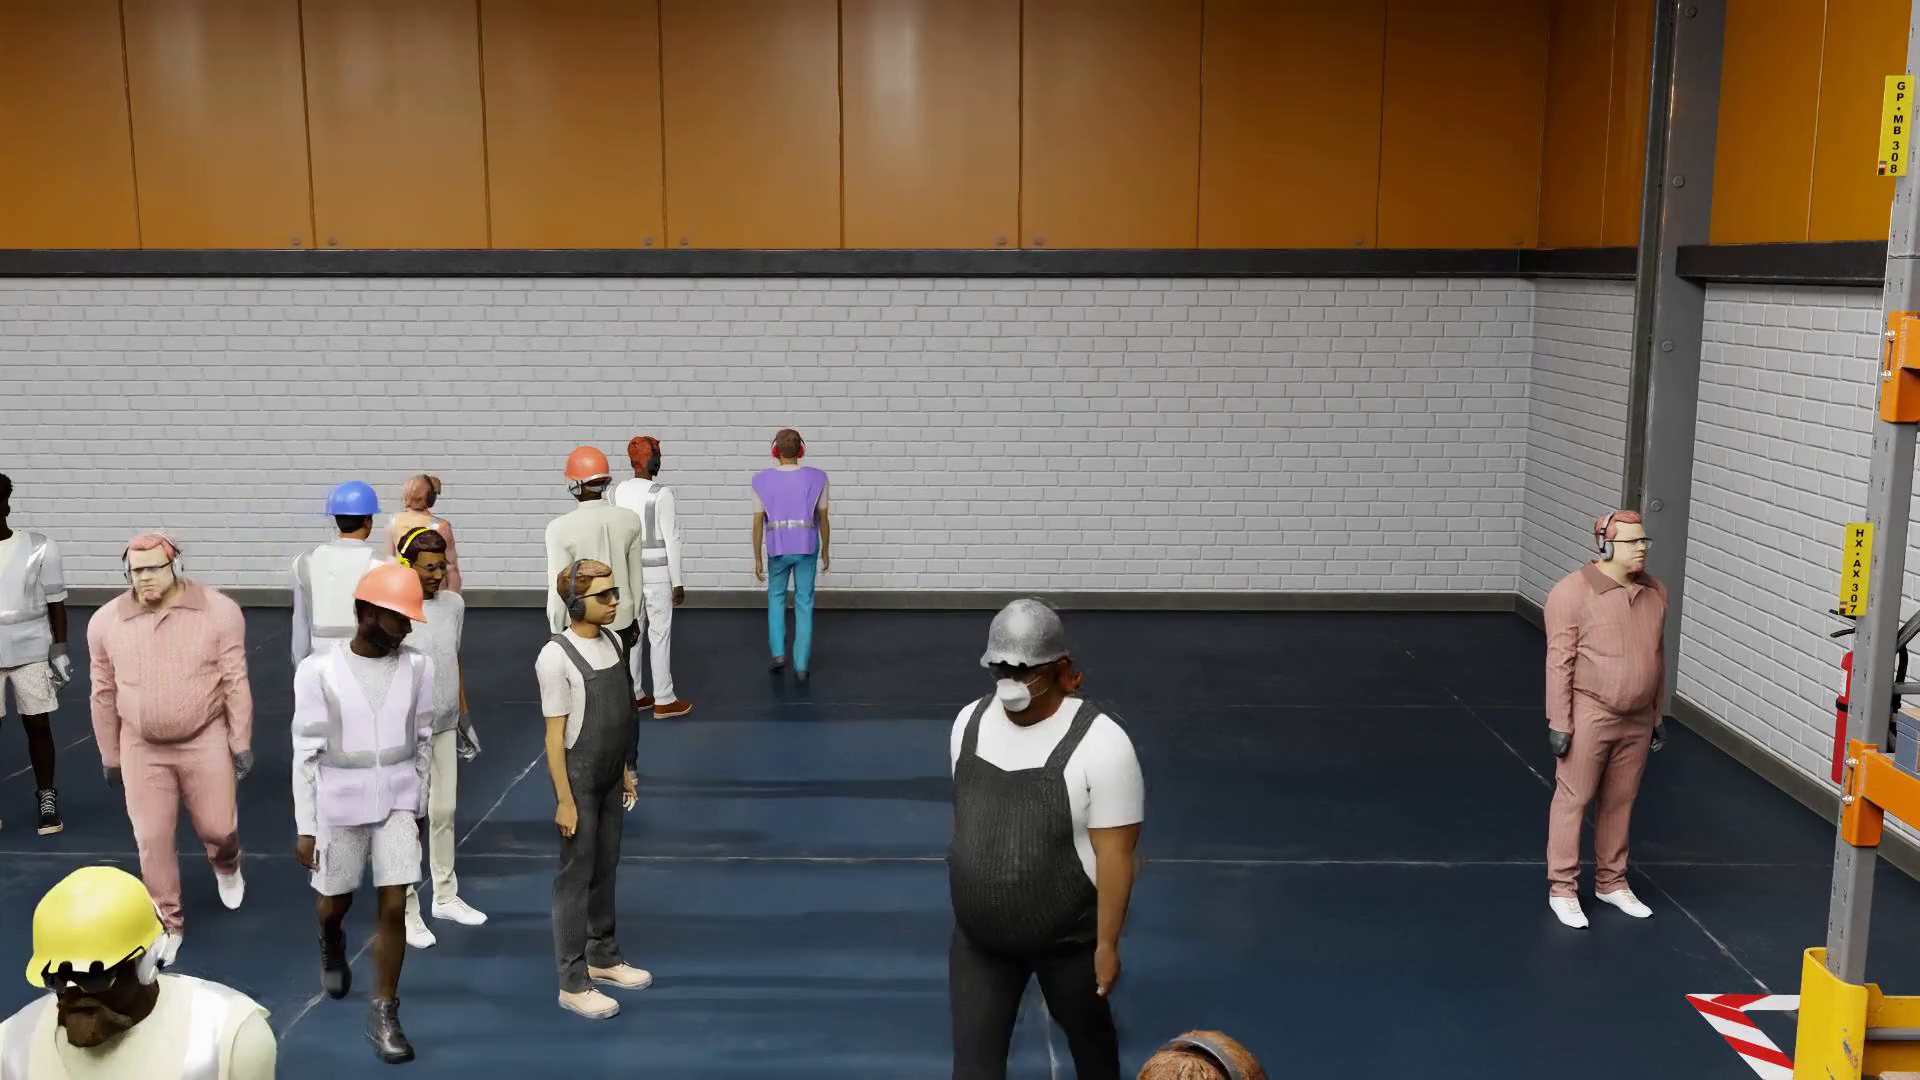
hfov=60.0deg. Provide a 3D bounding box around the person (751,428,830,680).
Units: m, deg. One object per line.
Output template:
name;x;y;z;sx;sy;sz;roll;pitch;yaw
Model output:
person;-1.228;0.101;12.125;0.566;1.825;0.527;-1;10;-6

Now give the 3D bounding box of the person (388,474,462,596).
person;-3.551;0.366;11.113;0.545;1.622;0.424;4;10;25

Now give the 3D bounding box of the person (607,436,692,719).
person;-2.070;0.248;11.064;0.576;1.882;0.355;6;11;30

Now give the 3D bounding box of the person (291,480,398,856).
person;-3.027;0.644;8.573;0.652;1.914;0.813;2;10;14

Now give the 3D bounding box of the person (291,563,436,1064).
person;-2.334;1.010;6.489;0.587;1.887;0.826;-6;11;-33

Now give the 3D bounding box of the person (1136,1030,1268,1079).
person;0.373;1.665;2.816;0.641;1.790;0.948;6;11;34

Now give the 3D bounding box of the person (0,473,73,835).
person;-5.003;0.598;8.715;0.612;1.962;0.363;-4;10;-23

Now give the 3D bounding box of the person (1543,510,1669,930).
person;2.974;0.809;7.612;0.643;1.913;0.411;-3;10;-20

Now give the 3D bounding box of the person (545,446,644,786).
person;-2.072;0.459;9.454;0.611;1.997;0.375;-9;13;-43

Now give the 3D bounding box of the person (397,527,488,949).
person;-2.373;0.863;7.435;0.329;1.865;0.508;6;11;32

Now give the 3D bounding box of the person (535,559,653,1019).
person;-1.486;0.989;6.742;0.345;1.844;0.507;3;10;18

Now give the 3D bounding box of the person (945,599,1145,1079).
person;0.239;1.129;5.311;0.688;2.000;1.002;6;11;30

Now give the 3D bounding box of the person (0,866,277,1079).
person;-1.738;1.533;3.561;0.599;1.813;0.499;-1;10;-6

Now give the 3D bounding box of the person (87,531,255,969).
person;-3.442;0.873;7.303;0.655;1.888;0.600;-3;10;-17
